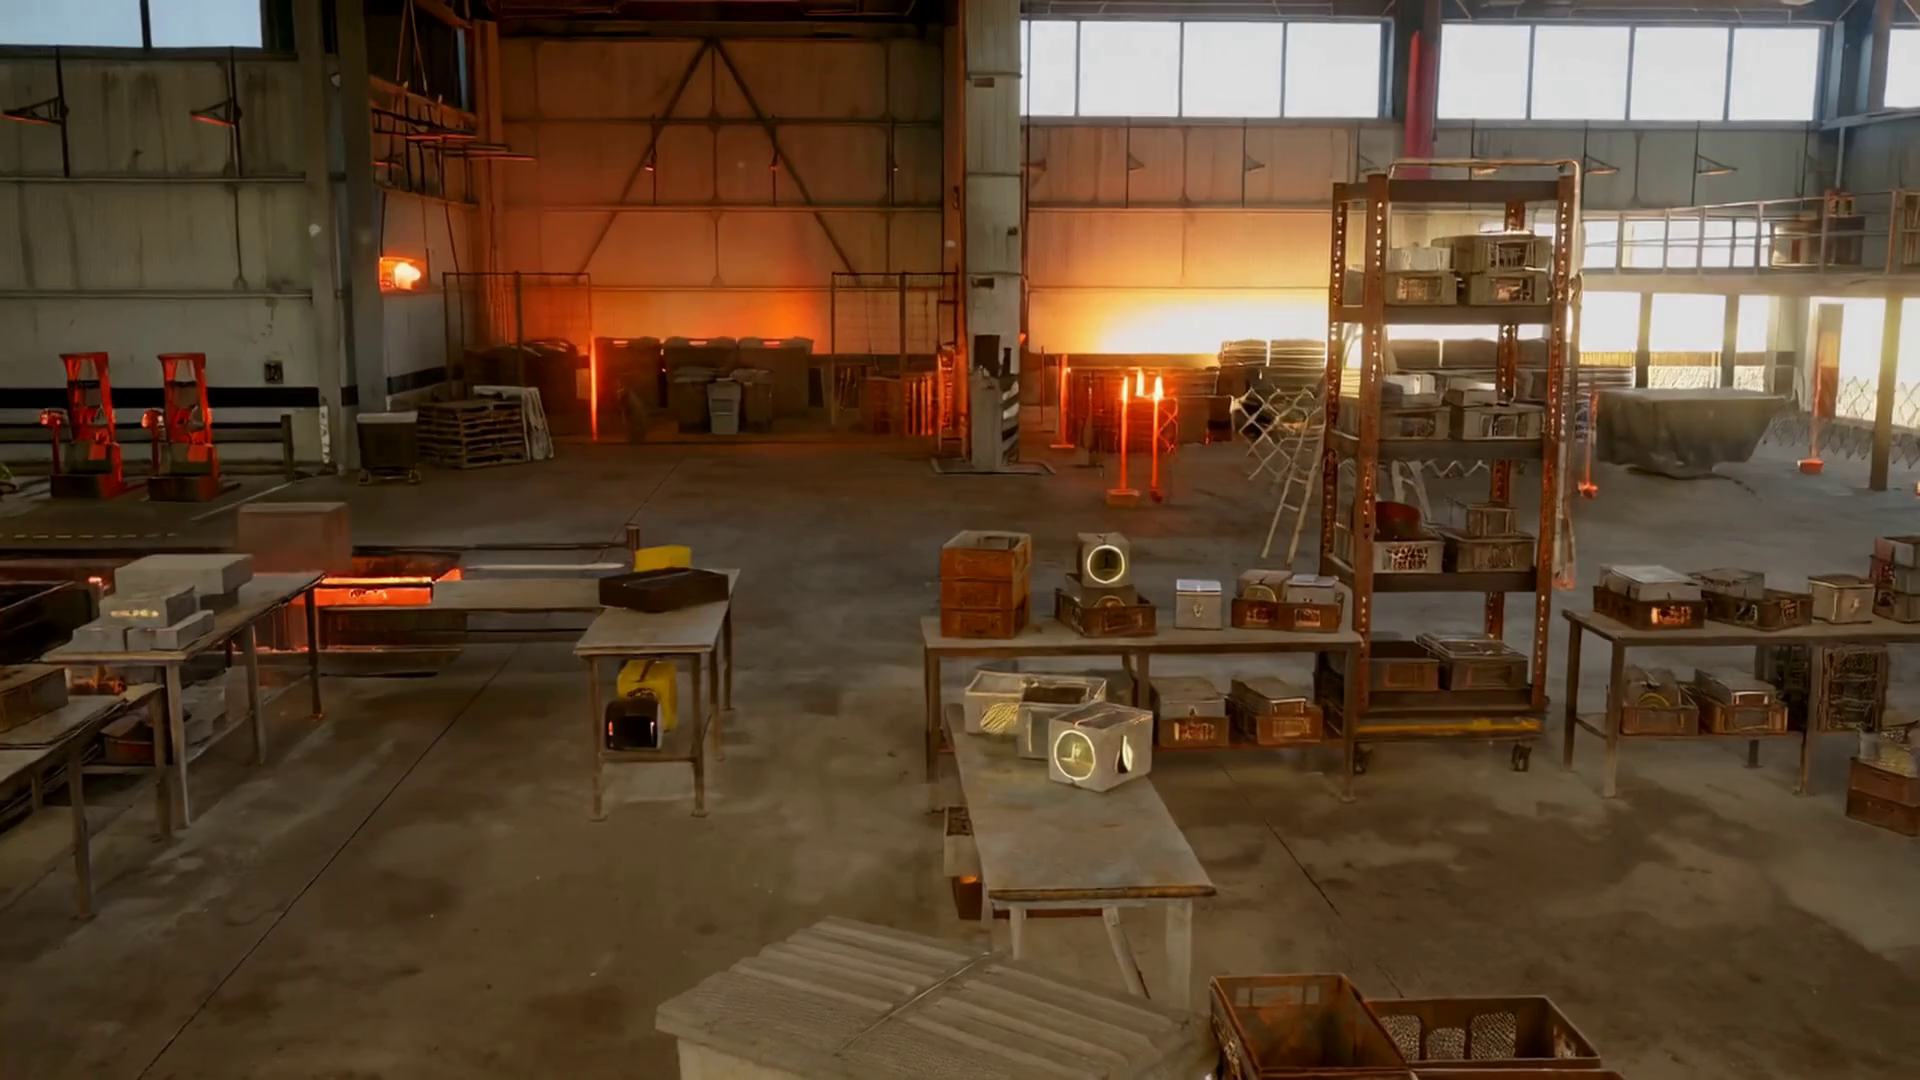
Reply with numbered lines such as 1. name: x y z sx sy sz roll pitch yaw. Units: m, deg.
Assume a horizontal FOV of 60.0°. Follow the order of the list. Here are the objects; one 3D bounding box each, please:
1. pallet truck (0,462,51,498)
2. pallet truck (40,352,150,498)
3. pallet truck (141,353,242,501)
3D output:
1. pallet truck: -13.193 -1.293 23.148 0.653 1.274 1.630 -1 9 -4
2. pallet truck: -11.907 -1.642 23.165 0.823 1.965 1.885 0 9 0
3. pallet truck: -10.520 -1.604 22.925 0.823 1.965 1.885 -1 9 -6
